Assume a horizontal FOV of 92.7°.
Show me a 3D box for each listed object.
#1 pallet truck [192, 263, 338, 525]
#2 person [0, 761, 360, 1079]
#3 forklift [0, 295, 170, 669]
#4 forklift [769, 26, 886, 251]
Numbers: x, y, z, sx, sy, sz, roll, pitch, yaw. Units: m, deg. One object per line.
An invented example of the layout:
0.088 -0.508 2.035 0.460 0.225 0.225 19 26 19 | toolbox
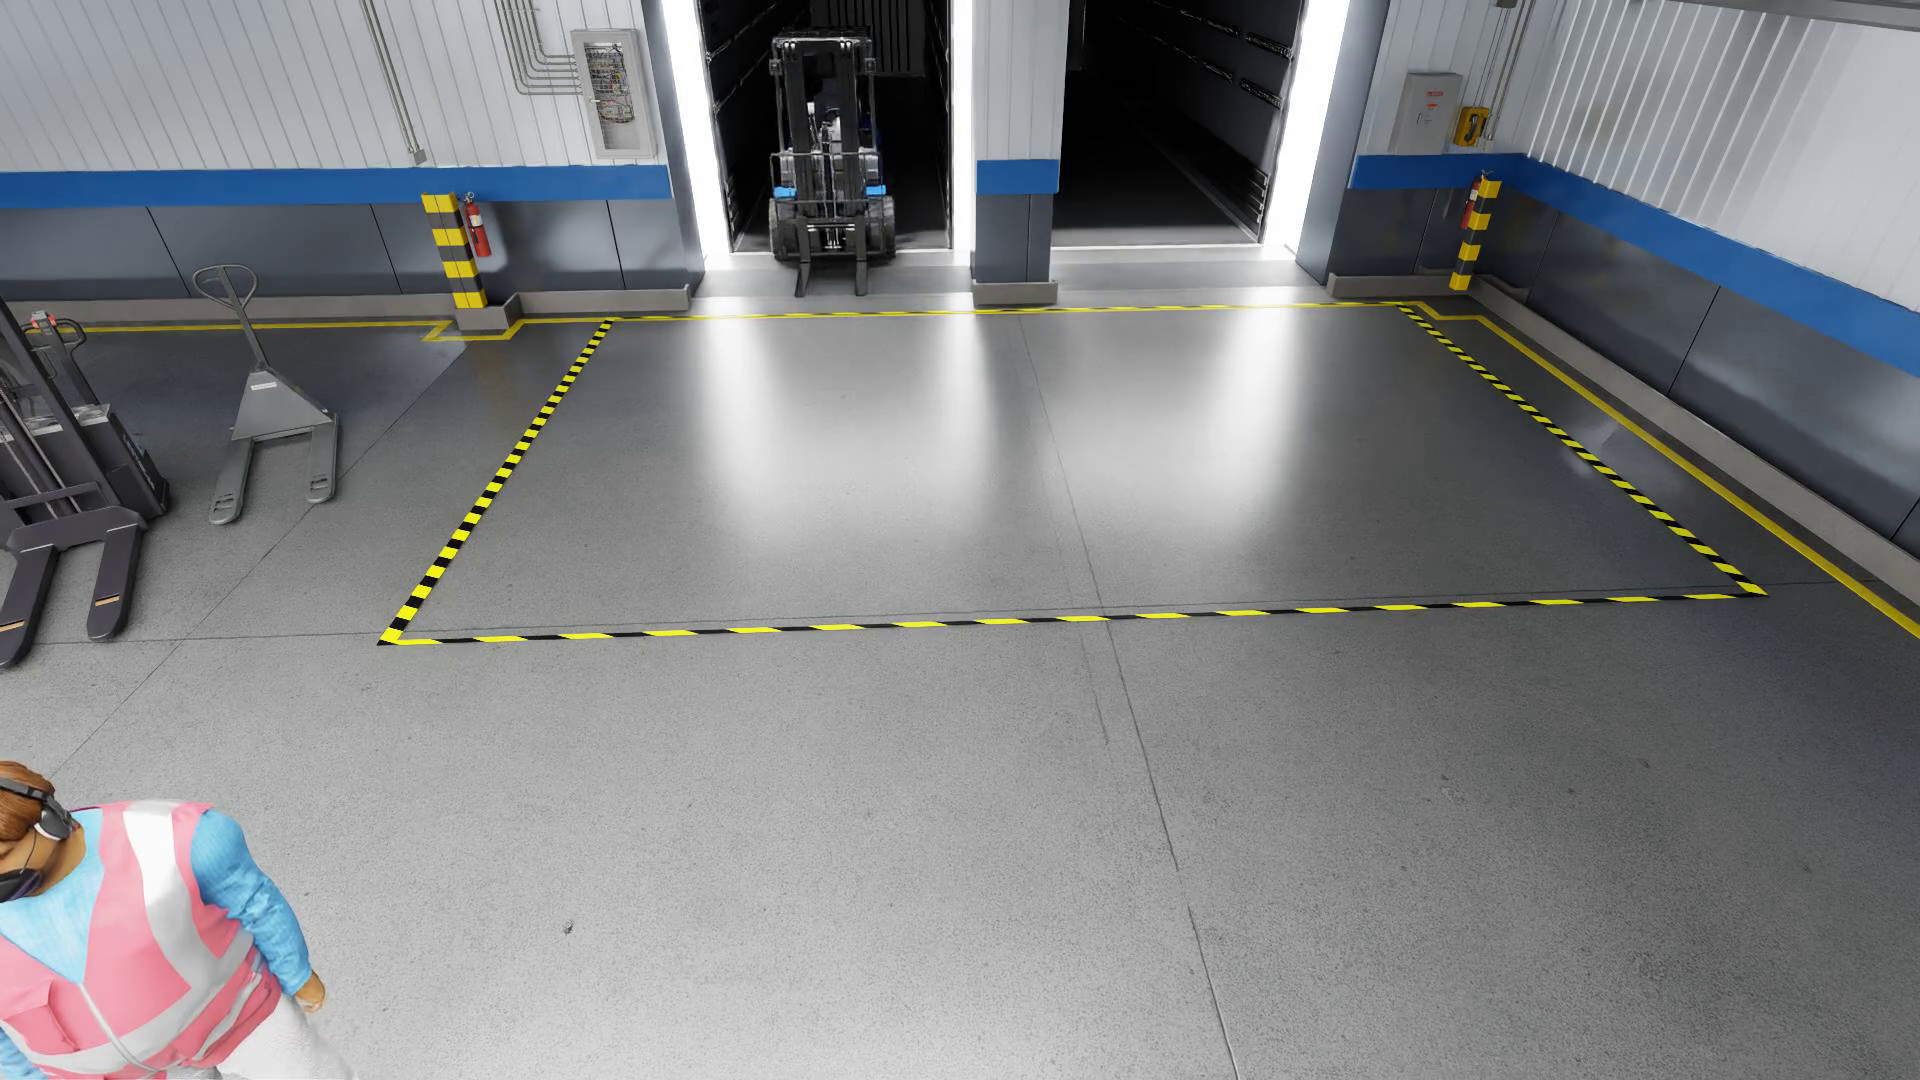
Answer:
-4.778 -1.027 6.128 0.680 1.201 1.601 -17 38 -23 | pallet truck
-2.001 1.241 2.342 0.632 1.843 0.429 -20 39 -26 | person
-5.212 -0.618 4.878 0.823 1.965 1.885 -20 39 -26 | forklift
-1.432 -4.521 10.140 1.157 2.036 2.680 -3 35 -4 | forklift
